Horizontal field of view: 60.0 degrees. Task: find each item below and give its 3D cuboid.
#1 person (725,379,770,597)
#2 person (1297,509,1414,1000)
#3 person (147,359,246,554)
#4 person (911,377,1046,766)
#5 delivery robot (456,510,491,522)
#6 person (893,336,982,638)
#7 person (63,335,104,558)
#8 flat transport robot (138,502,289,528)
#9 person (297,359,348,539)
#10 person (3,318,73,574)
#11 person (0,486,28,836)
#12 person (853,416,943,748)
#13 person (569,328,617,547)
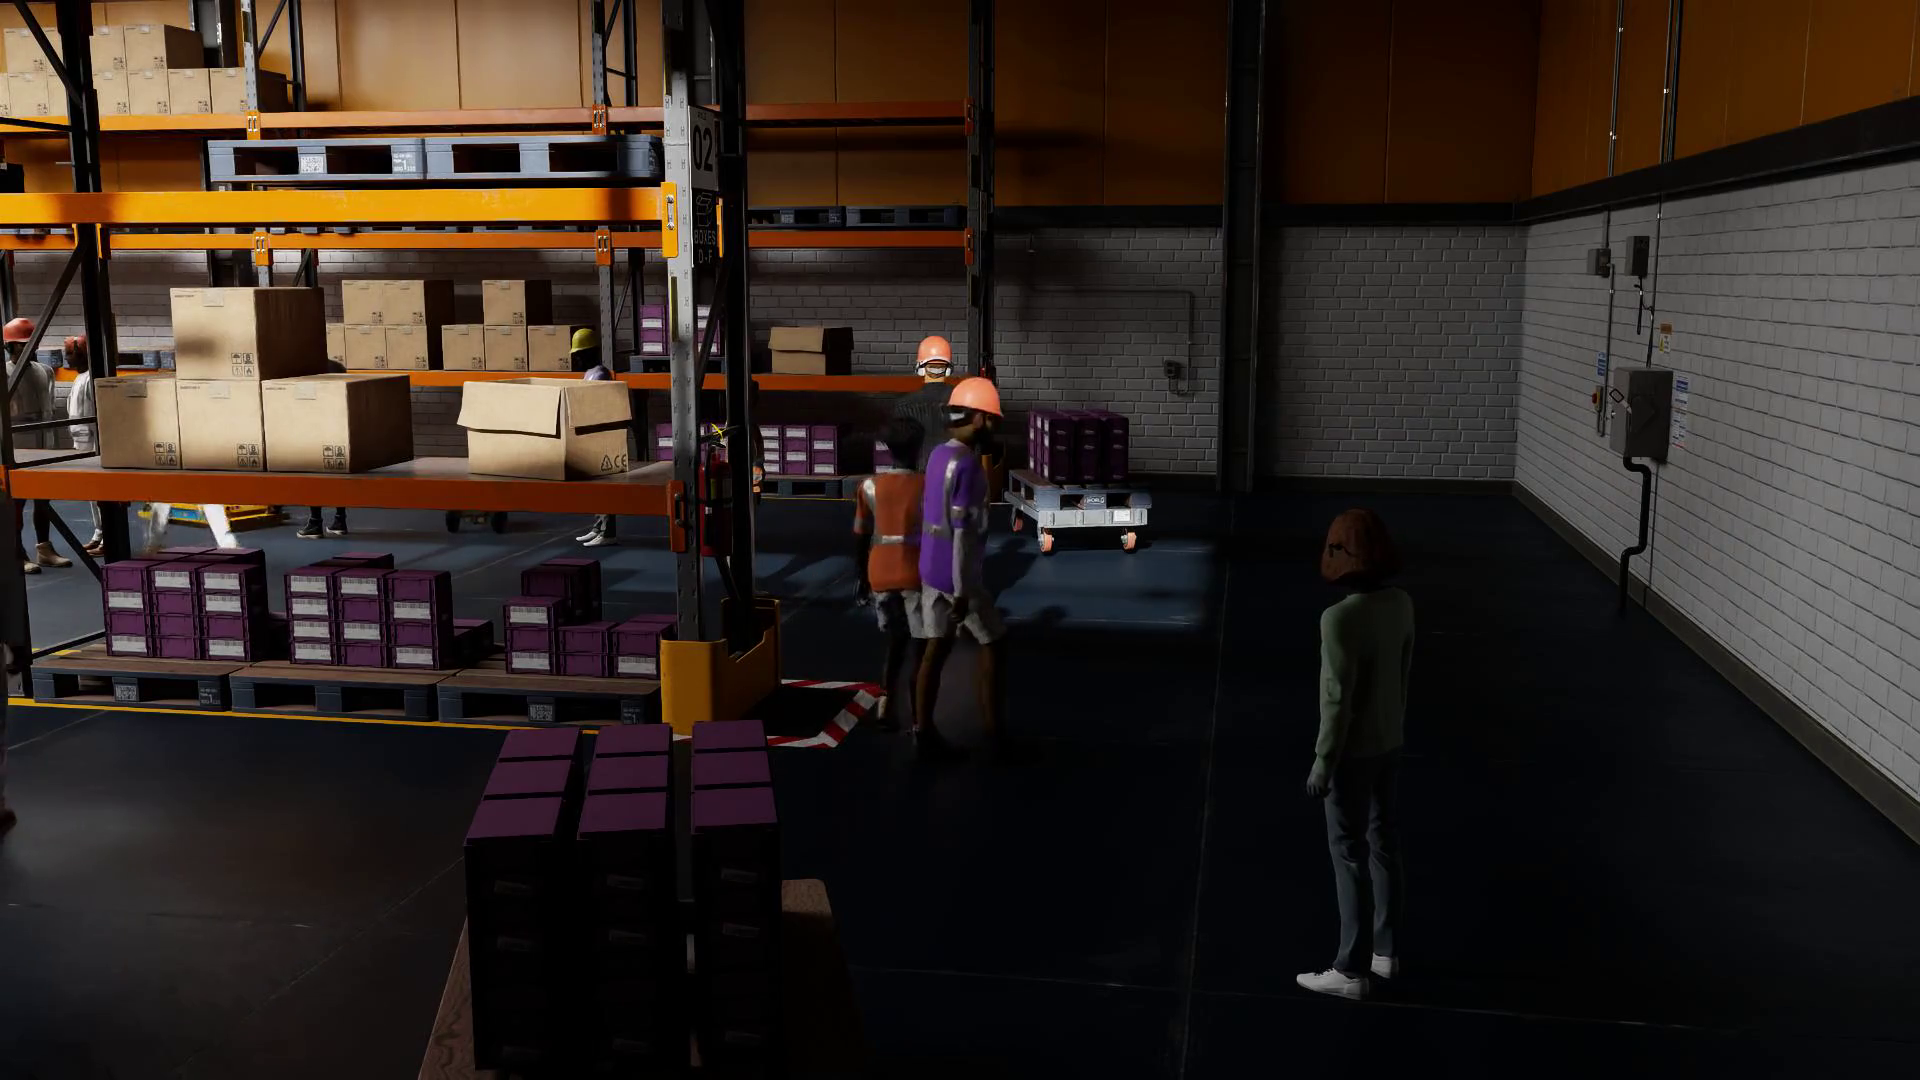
[{"bbox_3d":[-1.572,-0.356,12.134,0.309,1.641,0.514,1,9,5],"label":"person"},{"bbox_3d":[1.325,0.708,5.553,0.274,1.632,0.508,8,12,42],"label":"person"},{"bbox_3d":[-6.460,-0.711,13.900,0.971,1.792,0.618,4,10,24],"label":"person"},{"bbox_3d":[0.092,0.161,8.118,0.767,1.901,0.548,-4,10,-23],"label":"person"},{"bbox_3d":[-4.504,-0.421,15.605,0.477,0.478,0.707,0,9,-3],"label":"delivery robot"},{"bbox_3d":[-0.152,-0.334,10.895,0.608,1.996,0.381,-3,10,-16],"label":"person"},{"bbox_3d":[-7.348,-0.793,14.084,0.337,1.883,0.585,-7,12,-38],"label":"person"},{"bbox_3d":[-7.193,-0.298,16.007,1.431,0.197,0.652,6,11,32],"label":"flat transport robot"},{"bbox_3d":[-5.834,-0.996,15.090,0.361,1.963,0.618,6,11,32],"label":"person"},{"bbox_3d":[-7.459,-0.755,13.357,0.375,2.042,0.615,3,10,19],"label":"person"},{"bbox_3d":[-4.162,0.394,6.816,0.582,1.861,0.731,-2,9,-13],"label":"person"},{"bbox_3d":[-0.248,0.213,8.458,0.576,1.676,0.372,4,10,26],"label":"person"},{"bbox_3d":[-3.216,-0.895,14.621,0.380,1.917,0.585,-3,10,-21],"label":"person"}]
